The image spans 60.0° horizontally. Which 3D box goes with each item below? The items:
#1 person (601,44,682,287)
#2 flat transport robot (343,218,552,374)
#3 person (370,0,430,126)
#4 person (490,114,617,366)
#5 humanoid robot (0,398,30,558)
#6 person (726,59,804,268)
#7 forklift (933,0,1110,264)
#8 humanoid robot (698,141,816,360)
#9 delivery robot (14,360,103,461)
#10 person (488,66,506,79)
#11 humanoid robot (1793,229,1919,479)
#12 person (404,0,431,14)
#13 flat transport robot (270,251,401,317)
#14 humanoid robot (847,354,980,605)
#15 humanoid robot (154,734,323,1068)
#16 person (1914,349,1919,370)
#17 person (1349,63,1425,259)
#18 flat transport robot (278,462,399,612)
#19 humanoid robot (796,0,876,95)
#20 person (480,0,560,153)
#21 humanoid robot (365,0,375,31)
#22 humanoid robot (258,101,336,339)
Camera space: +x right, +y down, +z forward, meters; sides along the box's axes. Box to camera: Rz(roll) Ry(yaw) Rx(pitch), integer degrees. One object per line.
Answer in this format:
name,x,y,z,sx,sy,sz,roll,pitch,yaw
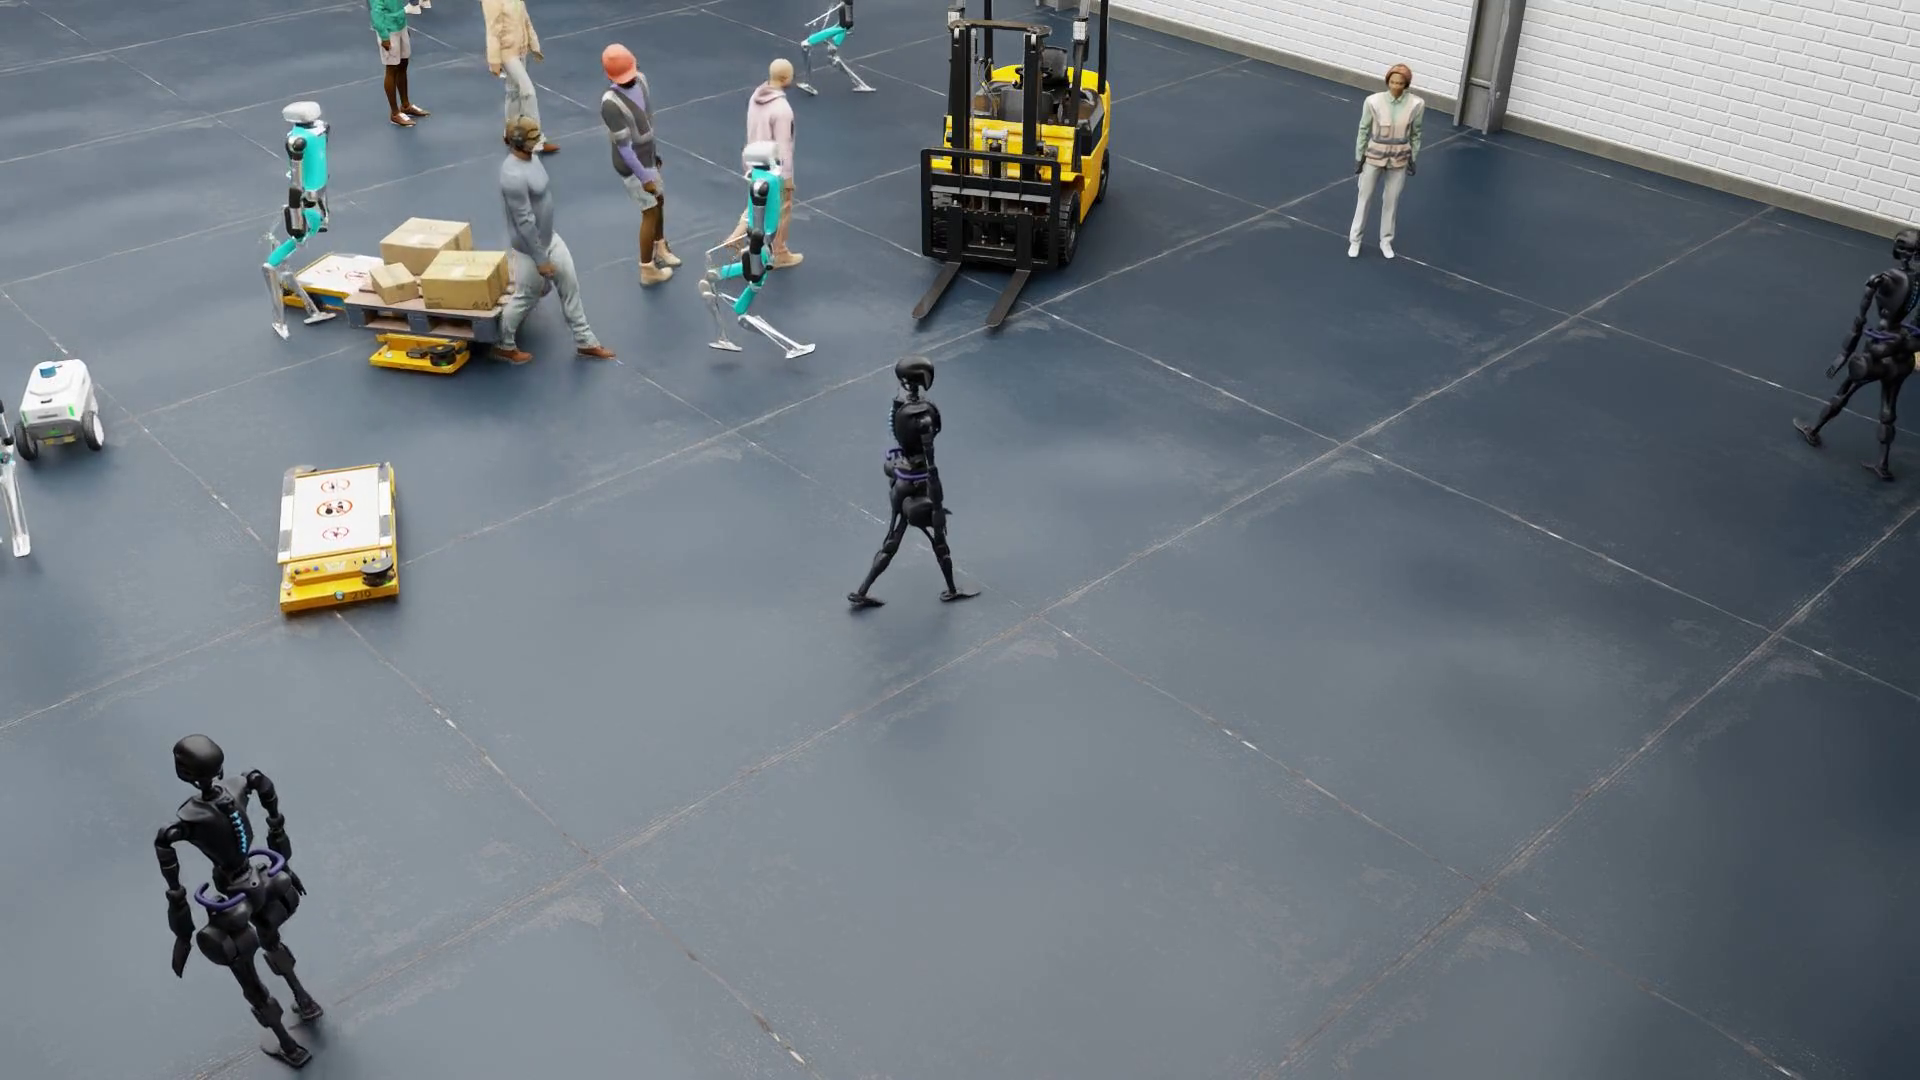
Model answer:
person,-2.546,-2.997,13.221,0.399,1.980,0.668,6,34,10
flat transport robot,-3.878,-1.689,12.768,0.659,0.231,1.431,7,34,11
person,-5.660,-5.075,16.526,0.380,1.846,0.505,6,33,9
person,-3.071,-2.123,11.963,0.917,1.914,0.636,2,33,4
humanoid robot,-5.841,-0.660,9.805,0.531,1.761,0.710,-10,34,-15
person,-1.574,-2.992,13.404,0.566,1.753,0.556,-18,37,-26
forklift,0.570,-3.725,14.138,1.214,2.155,2.313,9,34,13
humanoid robot,-1.578,-2.028,11.949,1.034,1.729,0.562,3,33,5
delivery robot,-6.146,-0.934,11.336,0.499,0.583,0.758,-10,34,-15
person,-5.011,-5.845,17.786,0.328,1.764,0.532,-16,36,-23
humanoid robot,5.982,-1.253,10.838,0.599,1.621,0.759,-8,34,-13
person,-6.651,-7.261,19.881,0.431,1.859,0.788,4,33,6
flat transport robot,-4.699,-2.010,13.262,1.431,0.231,0.659,10,34,15
humanoid robot,-0.276,-0.326,9.440,0.790,1.638,0.604,-11,35,-16
humanoid robot,-2.884,1.457,6.643,0.340,1.652,0.591,17,37,24
person,7.208,-2.026,11.982,0.532,1.690,0.322,-8,34,-12
person,3.511,-3.115,13.704,0.516,1.636,0.311,2,33,4
flat transport robot,-3.833,-0.064,10.271,0.659,0.231,1.431,-9,34,-14
humanoid robot,-1.396,-5.434,17.223,1.002,1.764,0.542,-1,33,-1
person,-4.146,-4.614,15.808,0.784,1.850,0.584,7,34,11
humanoid robot,-6.817,-6.766,19.221,0.530,1.795,0.625,-8,34,-12
humanoid robot,-5.088,-2.415,12.545,0.844,1.777,0.618,3,33,5
